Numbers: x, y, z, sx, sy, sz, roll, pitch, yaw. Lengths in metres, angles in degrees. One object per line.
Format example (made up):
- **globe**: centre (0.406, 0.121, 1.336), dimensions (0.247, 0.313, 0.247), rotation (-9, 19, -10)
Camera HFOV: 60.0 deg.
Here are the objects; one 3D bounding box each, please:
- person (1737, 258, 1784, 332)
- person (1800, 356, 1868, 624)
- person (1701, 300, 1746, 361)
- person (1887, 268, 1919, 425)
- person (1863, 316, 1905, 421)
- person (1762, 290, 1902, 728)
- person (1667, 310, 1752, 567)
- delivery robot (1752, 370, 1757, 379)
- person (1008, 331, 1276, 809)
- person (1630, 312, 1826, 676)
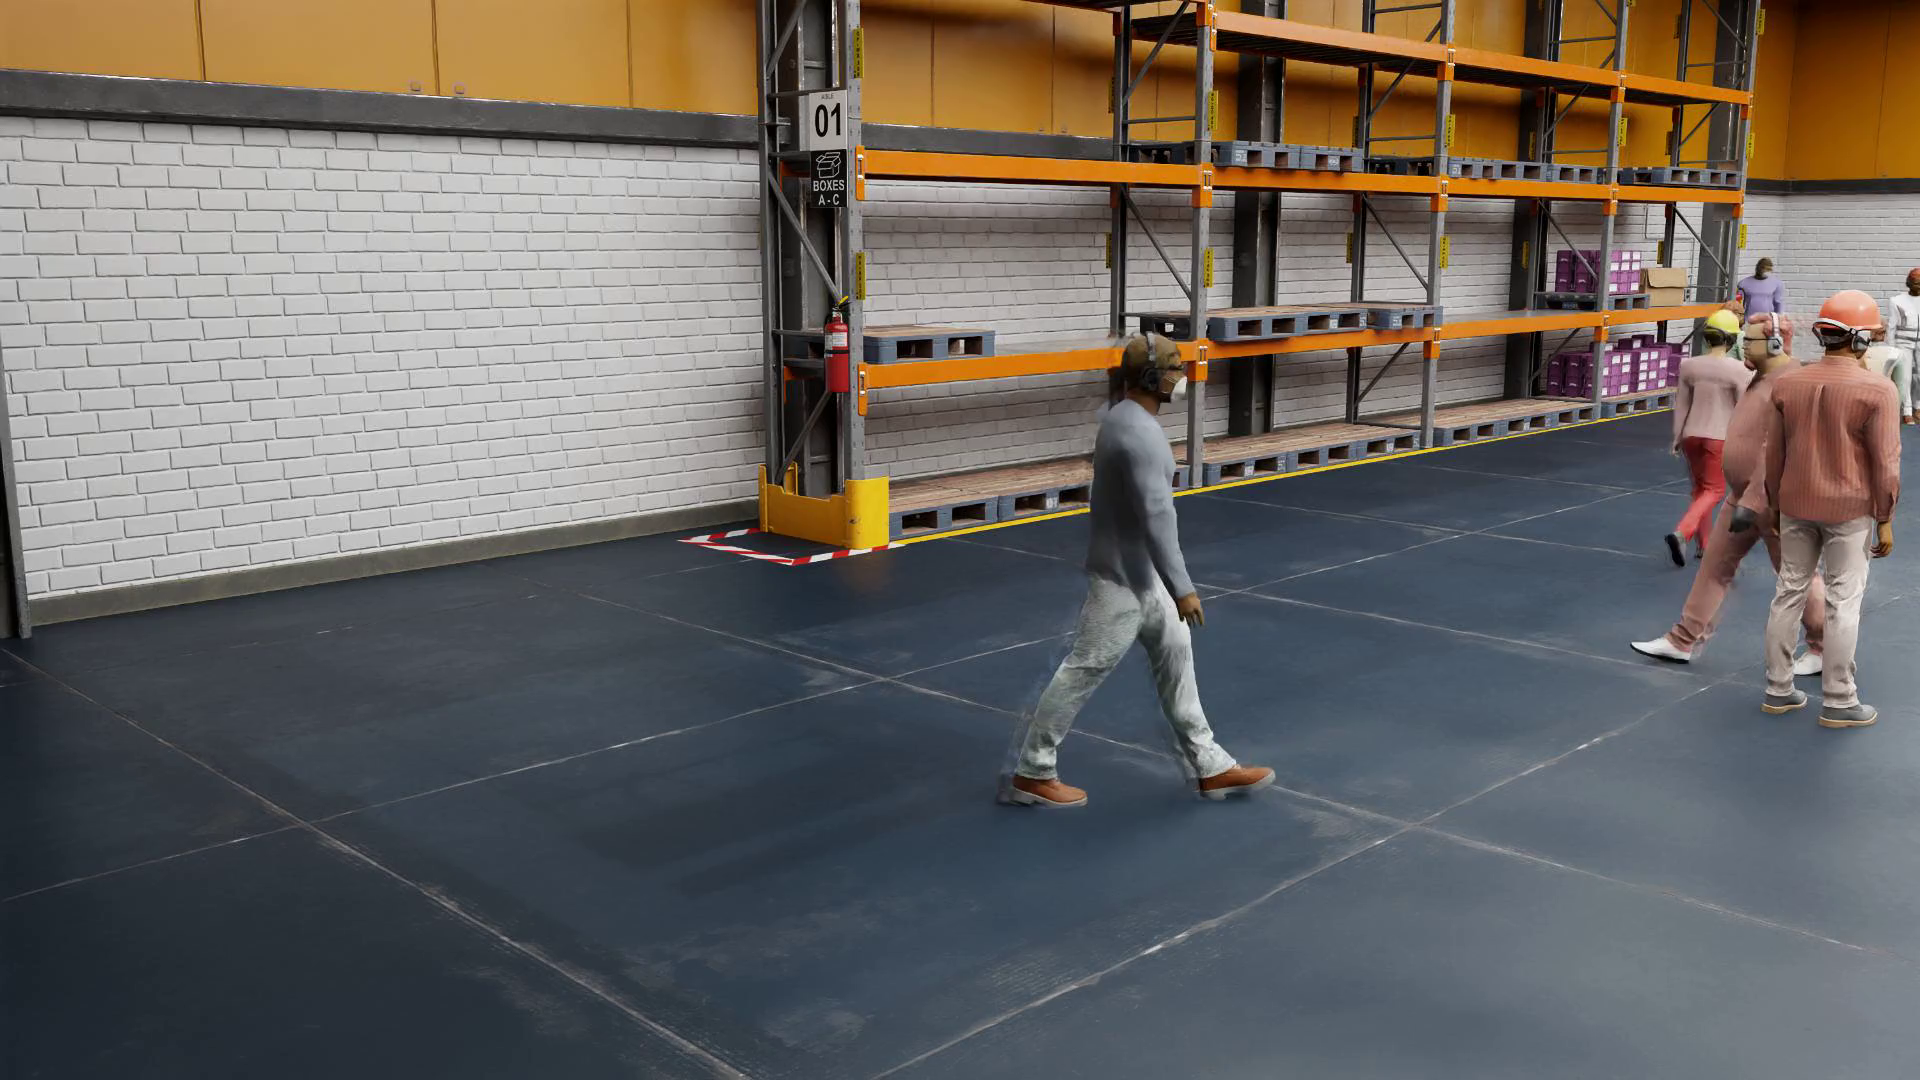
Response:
- **person**: centre (11.701, -3.185, 24.484), dimensions (0.763, 1.913, 0.496), rotation (5, 12, 26)
- **person**: centre (5.140, -0.327, 9.678), dimensions (0.612, 1.620, 0.507), rotation (-6, 12, -28)
- **person**: centre (7.214, -1.437, 15.692), dimensions (0.281, 1.633, 0.498), rotation (-6, 12, -28)
- **person**: centre (11.254, -2.274, 19.628), dimensions (0.619, 1.861, 0.427), rotation (3, 11, 16)
- **person**: centre (7.317, -1.008, 13.436), dimensions (0.519, 1.610, 0.773), rotation (6, 12, 29)
- **person**: centre (3.993, -0.141, 7.636), dimensions (0.376, 1.995, 0.612), rotation (-7, 12, -32)
- **person**: centre (5.065, -0.689, 11.321), dimensions (0.756, 1.747, 0.539), rotation (-6, 12, -32)
- **delivery robot**: centre (11.455, -2.332, 23.258), dimensions (0.477, 0.478, 0.707), rotation (-9, 14, -41)
- **person**: centre (0.684, 0.138, 6.456), dimensions (1.068, 1.883, 0.645), rotation (1, 10, 5)
- **person**: centre (4.072, -0.225, 8.487), dimensions (1.001, 1.858, 0.640), rotation (1, 10, 4)
